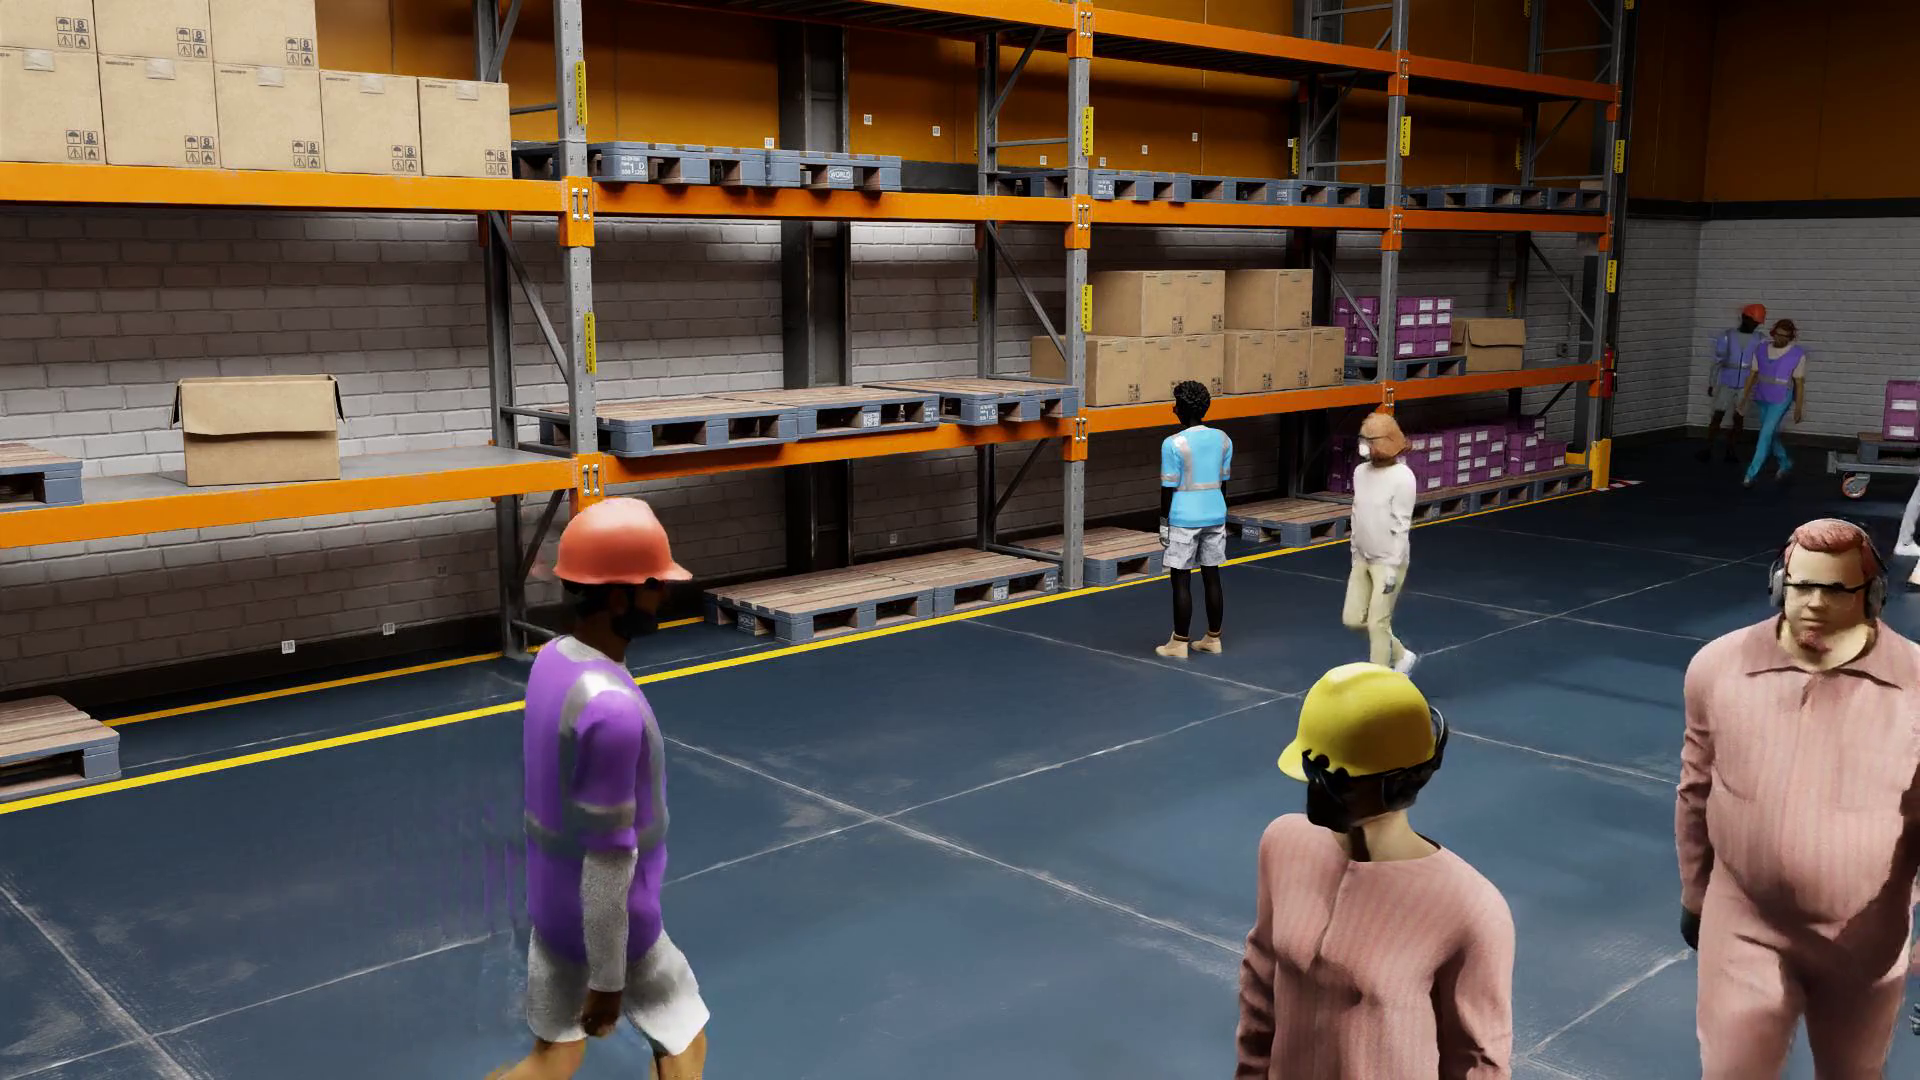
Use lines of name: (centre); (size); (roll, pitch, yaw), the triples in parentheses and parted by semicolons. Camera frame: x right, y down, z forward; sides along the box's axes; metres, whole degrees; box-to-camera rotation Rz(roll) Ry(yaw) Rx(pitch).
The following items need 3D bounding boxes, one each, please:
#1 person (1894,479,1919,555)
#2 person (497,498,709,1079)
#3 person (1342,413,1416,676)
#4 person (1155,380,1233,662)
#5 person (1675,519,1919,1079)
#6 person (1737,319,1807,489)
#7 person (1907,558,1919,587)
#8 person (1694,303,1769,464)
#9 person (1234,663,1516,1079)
person: (8.000, -0.755, 13.370); (0.810, 1.836, 0.518); (1, 10, 6)
person: (-0.900, 0.849, 3.791); (0.915, 1.905, 0.549); (-6, 11, -32)
person: (2.273, 0.125, 8.857); (0.469, 1.615, 0.500); (-4, 11, -24)
person: (1.406, -0.111, 10.012); (0.534, 1.694, 0.321); (-6, 12, -33)
person: (2.001, 0.860, 3.893); (0.658, 1.862, 1.026); (7, 12, 35)
person: (8.620, -1.447, 17.543); (0.910, 1.789, 0.628); (-5, 11, -27)
person: (7.287, -0.477, 11.846); (0.939, 1.805, 0.637); (-1, 10, -5)
person: (9.063, -1.824, 19.467); (0.676, 1.887, 0.485); (4, 10, 20)
person: (0.688, 1.068, 2.908); (0.329, 1.763, 0.523); (-8, 13, -41)
